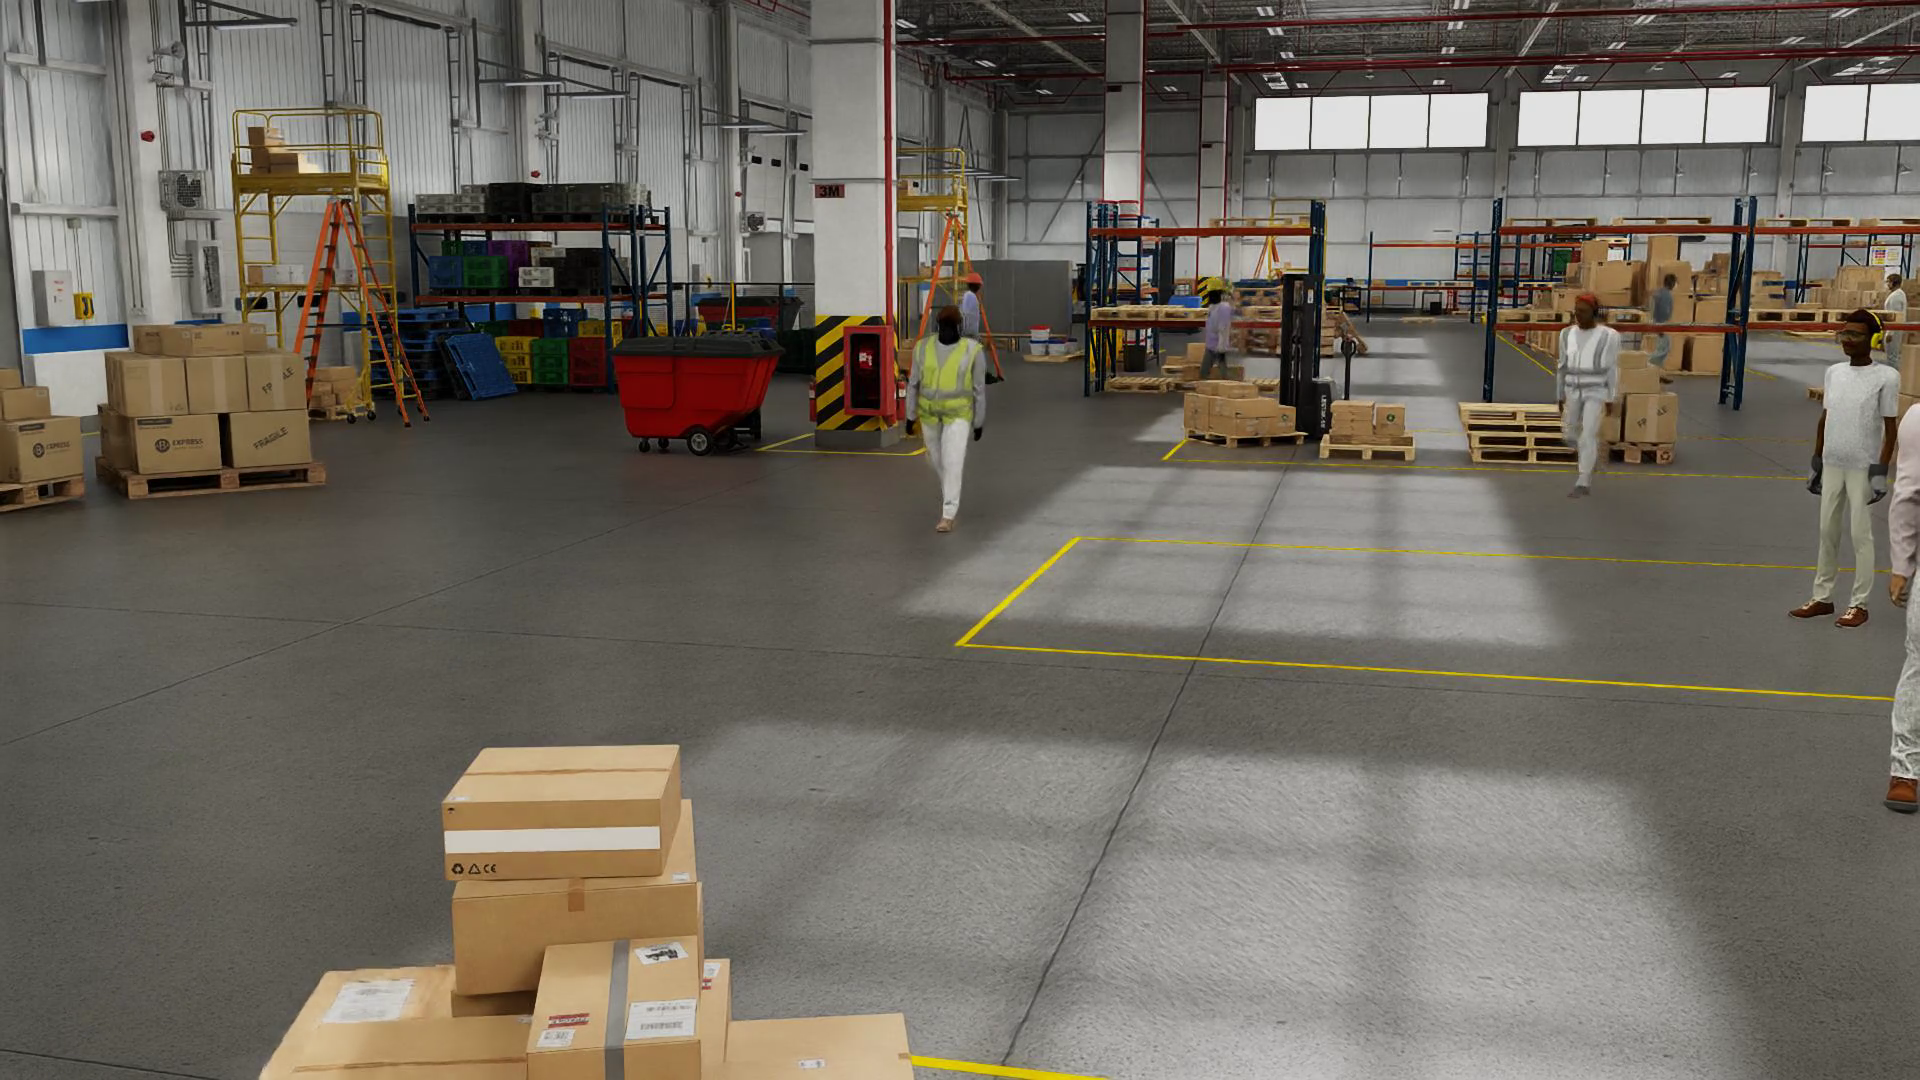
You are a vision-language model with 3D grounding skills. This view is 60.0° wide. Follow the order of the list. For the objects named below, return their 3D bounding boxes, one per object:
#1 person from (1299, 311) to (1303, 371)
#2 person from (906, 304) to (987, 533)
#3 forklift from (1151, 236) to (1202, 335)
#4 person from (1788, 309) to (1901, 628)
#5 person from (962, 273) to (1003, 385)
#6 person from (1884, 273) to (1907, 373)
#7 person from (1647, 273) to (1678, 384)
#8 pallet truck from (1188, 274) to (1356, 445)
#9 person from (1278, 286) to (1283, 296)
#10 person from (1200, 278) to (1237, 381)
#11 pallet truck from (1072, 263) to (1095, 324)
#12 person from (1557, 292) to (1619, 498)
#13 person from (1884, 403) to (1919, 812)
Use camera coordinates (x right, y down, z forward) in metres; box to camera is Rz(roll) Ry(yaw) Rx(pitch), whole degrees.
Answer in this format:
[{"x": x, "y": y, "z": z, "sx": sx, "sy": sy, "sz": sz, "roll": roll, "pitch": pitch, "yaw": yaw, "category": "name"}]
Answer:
[{"x": 6.696, "y": -4.091, "z": 31.852, "sx": 0.319, "sy": 1.739, "sz": 0.485, "roll": 9, "pitch": 13, "yaw": 41, "category": "person"}, {"x": -0.089, "y": -1.006, "z": 13.490, "sx": 0.629, "sy": 1.812, "sz": 0.861, "roll": 3, "pitch": 10, "yaw": 20, "category": "person"}, {"x": 5.866, "y": -7.214, "z": 46.878, "sx": 1.873, "sy": 2.768, "sz": 1.129, "roll": 2, "pitch": 10, "yaw": 14, "category": "forklift"}, {"x": 5.259, "y": -0.422, "z": 9.846, "sx": 0.328, "sy": 1.876, "sz": 0.514, "roll": -5, "pitch": 11, "yaw": -25, "category": "person"}, {"x": 0.331, "y": -3.587, "z": 28.383, "sx": 0.880, "sy": 1.904, "sz": 0.566, "roll": -2, "pitch": 10, "yaw": -13, "category": "person"}, {"x": 15.230, "y": -3.384, "z": 27.148, "sx": 0.373, "sy": 1.932, "sz": 0.622, "roll": 6, "pitch": 11, "yaw": 30, "category": "person"}, {"x": 12.075, "y": -3.650, "z": 28.733, "sx": 0.525, "sy": 1.914, "sz": 0.661, "roll": 3, "pitch": 10, "yaw": 17, "category": "person"}, {"x": 3.653, "y": -2.138, "z": 19.590, "sx": 1.885, "sy": 1.965, "sz": 0.823, "roll": -4, "pitch": 10, "yaw": -20, "category": "pallet truck"}, {"x": 9.350, "y": -6.696, "z": 47.360, "sx": 0.558, "sy": 1.664, "sz": 0.755, "roll": 9, "pitch": 13, "yaw": 42, "category": "person"}, {"x": 3.687, "y": -2.760, "z": 23.557, "sx": 0.876, "sy": 1.896, "sz": 0.594, "roll": -3, "pitch": 10, "yaw": -18, "category": "person"}, {"x": 4.325, "y": -8.180, "z": 55.162, "sx": 0.823, "sy": 1.965, "sz": 1.885, "roll": 6, "pitch": 11, "yaw": 31, "category": "pallet truck"}, {"x": 5.739, "y": -1.322, "z": 15.174, "sx": 0.543, "sy": 1.872, "sz": 0.589, "roll": -8, "pitch": 13, "yaw": -40, "category": "person"}, {"x": 3.947, "y": 0.120, "z": 6.464, "sx": 0.627, "sy": 1.941, "sz": 0.374, "roll": 4, "pitch": 10, "yaw": 22, "category": "person"}]
